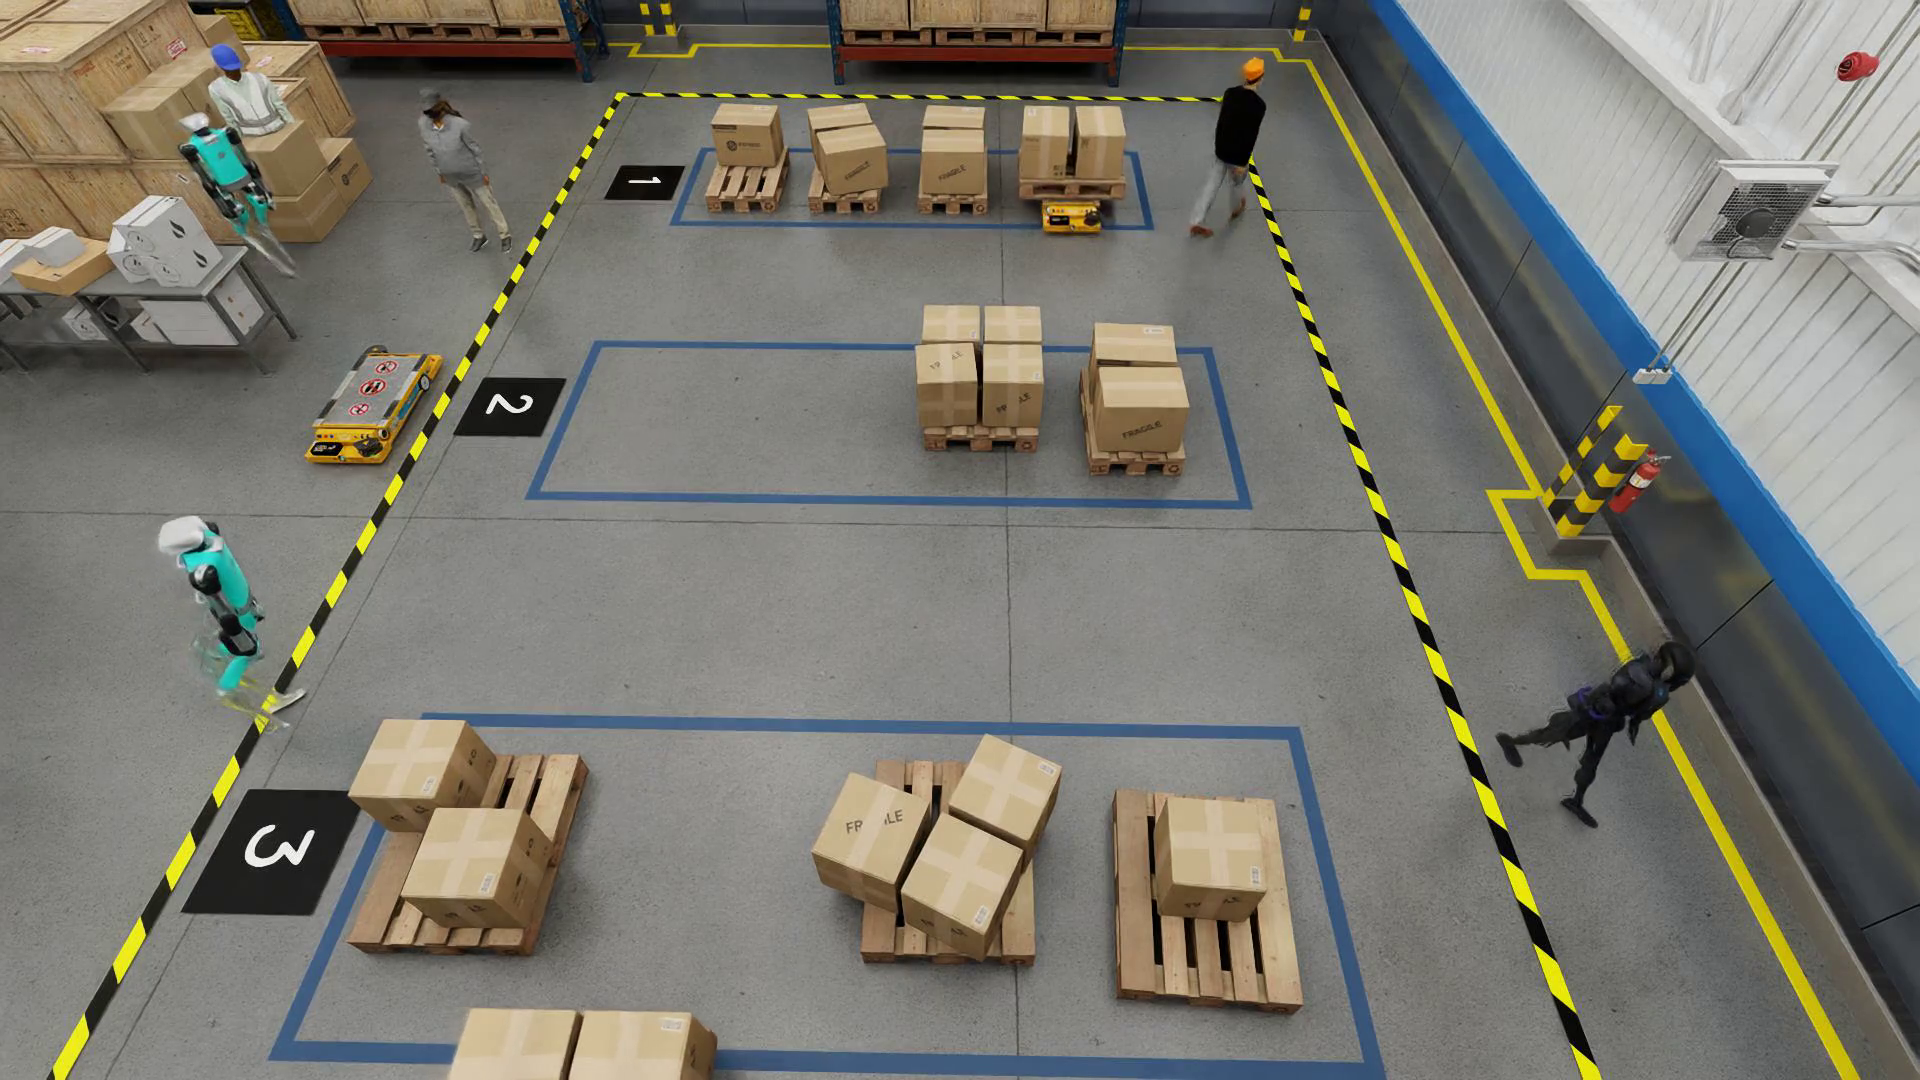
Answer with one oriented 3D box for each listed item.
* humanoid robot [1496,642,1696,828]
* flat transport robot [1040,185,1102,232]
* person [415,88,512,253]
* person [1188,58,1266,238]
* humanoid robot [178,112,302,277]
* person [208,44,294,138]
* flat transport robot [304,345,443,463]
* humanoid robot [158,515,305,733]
[{"bbox_3d":[3.870,1.110,5.526,0.598,1.620,0.760,-8,50,-6],"label":"humanoid robot"},{"bbox_3d":[1.286,-4.114,10.830,0.652,0.197,1.431,1,50,1],"label":"flat transport robot"},{"bbox_3d":[-5.237,-3.876,9.663,0.572,1.767,0.395,2,50,2],"label":"person"},{"bbox_3d":[2.952,-4.209,9.910,0.960,1.815,0.591,-28,55,-22],"label":"person"},{"bbox_3d":[-7.395,-3.522,9.330,0.714,1.720,0.530,25,54,19],"label":"humanoid robot"},{"bbox_3d":[-7.527,-4.383,9.985,0.603,1.939,0.411,-34,57,-25],"label":"person"},{"bbox_3d":[-5.383,-1.269,8.441,0.659,0.231,1.431,1,50,1],"label":"flat transport robot"},{"bbox_3d":[-4.777,0.613,5.906,0.810,1.794,0.535,-22,53,-18],"label":"humanoid robot"}]
